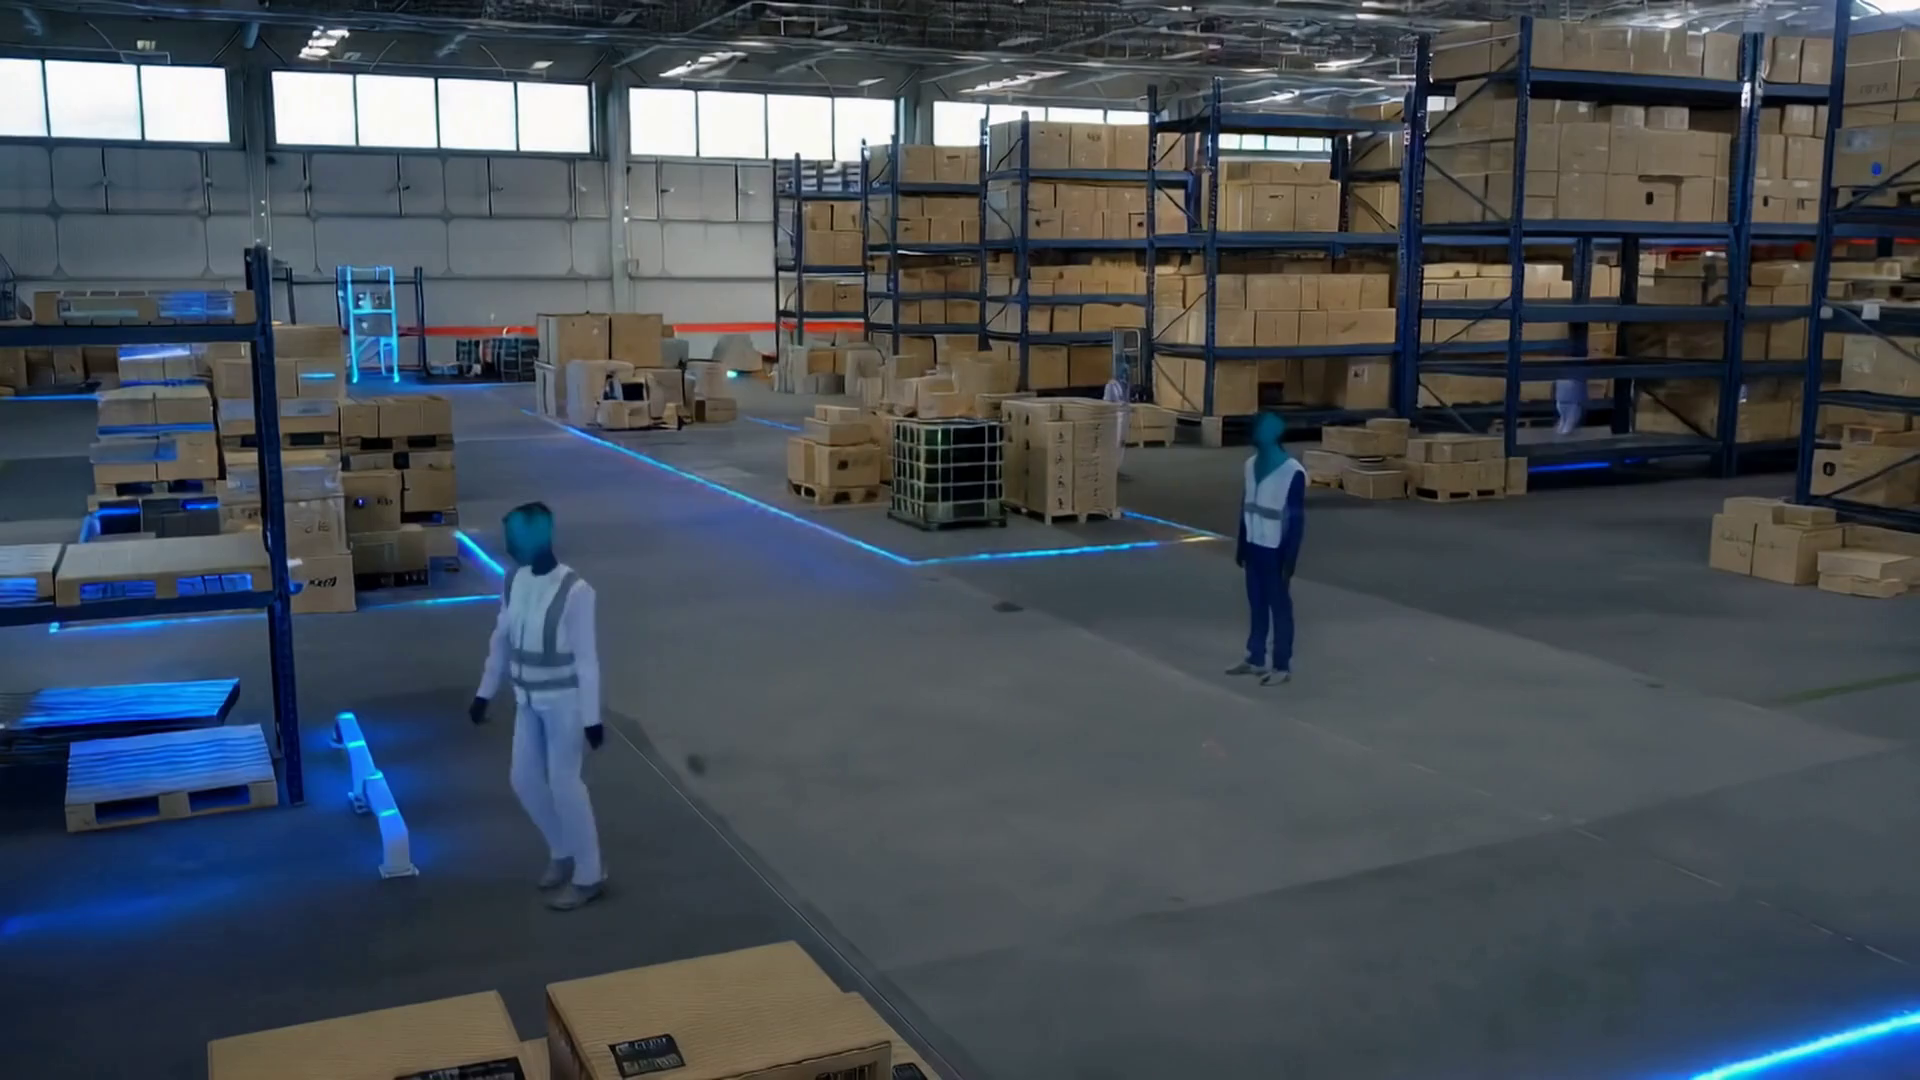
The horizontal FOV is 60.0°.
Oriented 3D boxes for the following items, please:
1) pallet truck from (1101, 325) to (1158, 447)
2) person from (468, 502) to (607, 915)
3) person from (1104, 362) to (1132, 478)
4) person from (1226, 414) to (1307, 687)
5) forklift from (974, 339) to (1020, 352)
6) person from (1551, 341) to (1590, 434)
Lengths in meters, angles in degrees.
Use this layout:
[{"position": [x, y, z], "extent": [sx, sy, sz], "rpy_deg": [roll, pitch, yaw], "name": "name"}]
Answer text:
[{"position": [2.881, -2.596, 27.923], "extent": [0.823, 1.965, 1.885], "rpy_deg": [-1, 9, -7], "name": "pallet truck"}, {"position": [-1.899, 0.747, 7.591], "extent": [0.581, 1.863, 0.532], "rpy_deg": [8, 12, 41], "name": "person"}, {"position": [2.211, -1.674, 23.317], "extent": [0.522, 1.636, 0.311], "rpy_deg": [-8, 12, -39], "name": "person"}, {"position": [2.178, 0.063, 11.691], "extent": [0.392, 1.914, 0.587], "rpy_deg": [-6, 11, -31], "name": "person"}, {"position": [1.161, -4.558, 37.365], "extent": [1.873, 2.768, 1.129], "rpy_deg": [-4, 10, -25], "name": "forklift"}, {"position": [9.441, -2.158, 25.711], "extent": [0.475, 1.829, 0.621], "rpy_deg": [-4, 10, -22], "name": "person"}]
